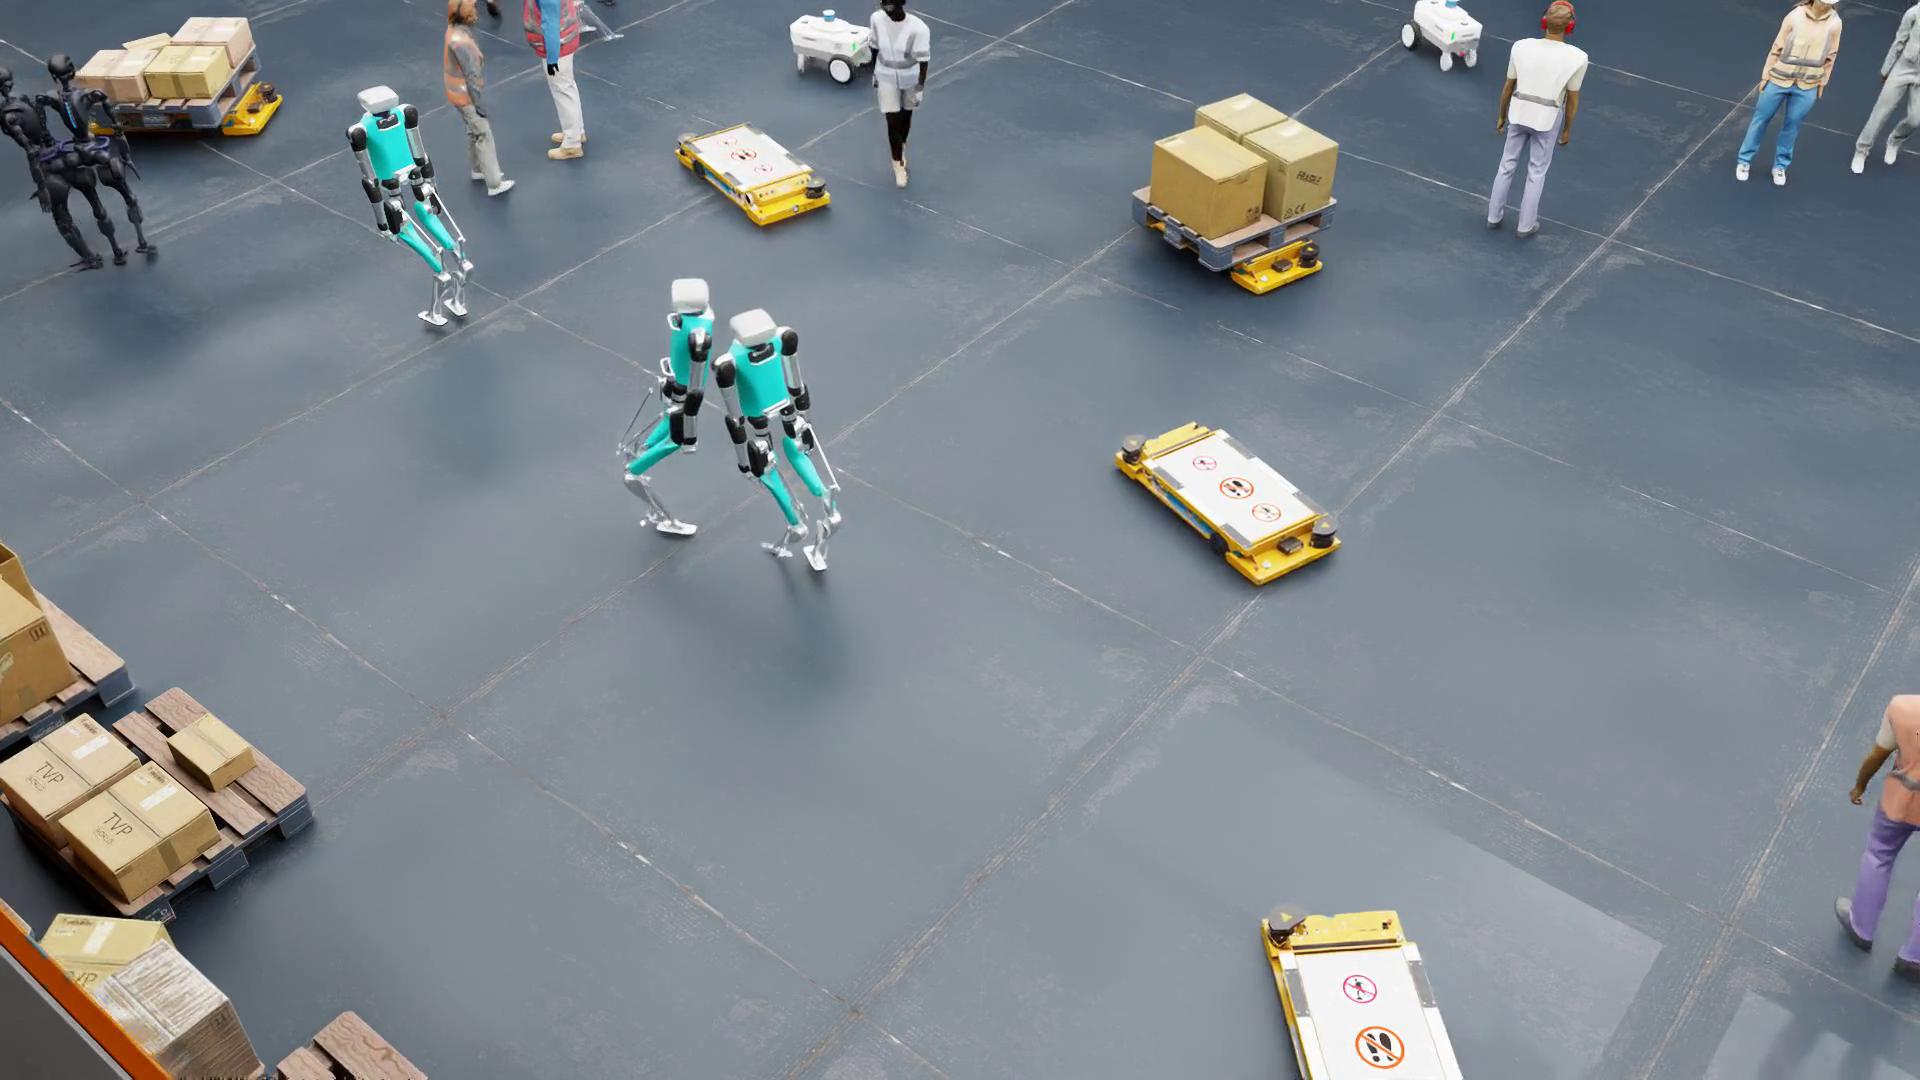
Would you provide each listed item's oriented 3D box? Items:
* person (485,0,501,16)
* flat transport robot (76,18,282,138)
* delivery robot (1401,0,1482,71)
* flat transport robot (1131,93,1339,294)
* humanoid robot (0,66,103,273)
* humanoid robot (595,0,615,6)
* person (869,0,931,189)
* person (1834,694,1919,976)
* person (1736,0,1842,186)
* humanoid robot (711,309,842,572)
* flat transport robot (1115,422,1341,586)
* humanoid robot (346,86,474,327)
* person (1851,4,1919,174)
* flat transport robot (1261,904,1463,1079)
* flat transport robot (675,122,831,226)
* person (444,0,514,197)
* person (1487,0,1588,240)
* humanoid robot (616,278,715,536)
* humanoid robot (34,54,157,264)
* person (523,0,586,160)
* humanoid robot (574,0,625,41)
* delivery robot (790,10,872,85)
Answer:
[{"bbox_3d":[-4.632,-5.972,15.886,0.548,1.848,0.847,-4,41,-5],"label":"person"},{"bbox_3d":[-6.741,-3.761,14.503,1.431,0.231,0.659,0,40,0],"label":"flat transport robot"},{"bbox_3d":[4.503,-4.748,15.436,0.499,0.586,0.773,-12,42,-14],"label":"delivery robot"},{"bbox_3d":[2.074,-2.369,12.864,0.659,0.231,1.431,-24,46,-26],"label":"flat transport robot"},{"bbox_3d":[-6.709,-2.705,12.188,0.366,1.637,0.607,-15,43,-17],"label":"humanoid robot"},{"bbox_3d":[-3.595,-6.024,16.082,0.421,1.653,0.588,28,48,29],"label":"humanoid robot"},{"bbox_3d":[-0.481,-3.651,13.292,0.515,1.653,0.723,3,40,4],"label":"person"},{"bbox_3d":[4.373,1.236,7.448,0.755,1.791,0.373,24,46,26],"label":"person"},{"bbox_3d":[6.658,-3.675,13.280,0.492,1.723,0.377,11,42,13],"label":"person"},{"bbox_3d":[-0.958,-0.427,9.457,0.572,1.792,0.779,-28,48,-29],"label":"humanoid robot"},{"bbox_3d":[1.659,-0.280,10.408,0.659,0.231,1.431,-22,45,-24],"label":"flat transport robot"},{"bbox_3d":[-3.713,-2.260,11.525,0.731,1.688,0.531,27,47,28],"label":"humanoid robot"},{"bbox_3d":[7.676,-3.745,13.359,0.500,1.722,0.419,13,42,15],"label":"person"},{"bbox_3d":[1.826,2.254,7.426,0.659,0.231,1.431,-3,40,-4],"label":"flat transport robot"},{"bbox_3d":[-1.716,-3.028,13.640,0.659,0.231,1.431,-25,46,-26],"label":"flat transport robot"},{"bbox_3d":[-3.858,-3.530,13.174,0.397,1.625,0.540,-12,42,-13],"label":"person"},{"bbox_3d":[4.334,-3.152,12.577,0.562,1.839,0.392,23,46,25],"label":"person"},{"bbox_3d":[-1.779,-0.689,9.774,0.787,1.796,0.548,-13,42,-14],"label":"humanoid robot"},{"bbox_3d":[-6.423,-2.793,12.277,0.596,1.652,0.365,-11,42,-12],"label":"humanoid robot"},{"bbox_3d":[-3.327,-4.050,13.641,0.429,1.830,0.637,-5,41,-6],"label":"person"},{"bbox_3d":[-3.595,-5.434,15.340,0.776,1.792,0.558,-17,43,-18],"label":"humanoid robot"},{"bbox_3d":[-1.148,-4.517,15.184,0.783,0.612,0.499,18,44,20],"label":"delivery robot"}]
